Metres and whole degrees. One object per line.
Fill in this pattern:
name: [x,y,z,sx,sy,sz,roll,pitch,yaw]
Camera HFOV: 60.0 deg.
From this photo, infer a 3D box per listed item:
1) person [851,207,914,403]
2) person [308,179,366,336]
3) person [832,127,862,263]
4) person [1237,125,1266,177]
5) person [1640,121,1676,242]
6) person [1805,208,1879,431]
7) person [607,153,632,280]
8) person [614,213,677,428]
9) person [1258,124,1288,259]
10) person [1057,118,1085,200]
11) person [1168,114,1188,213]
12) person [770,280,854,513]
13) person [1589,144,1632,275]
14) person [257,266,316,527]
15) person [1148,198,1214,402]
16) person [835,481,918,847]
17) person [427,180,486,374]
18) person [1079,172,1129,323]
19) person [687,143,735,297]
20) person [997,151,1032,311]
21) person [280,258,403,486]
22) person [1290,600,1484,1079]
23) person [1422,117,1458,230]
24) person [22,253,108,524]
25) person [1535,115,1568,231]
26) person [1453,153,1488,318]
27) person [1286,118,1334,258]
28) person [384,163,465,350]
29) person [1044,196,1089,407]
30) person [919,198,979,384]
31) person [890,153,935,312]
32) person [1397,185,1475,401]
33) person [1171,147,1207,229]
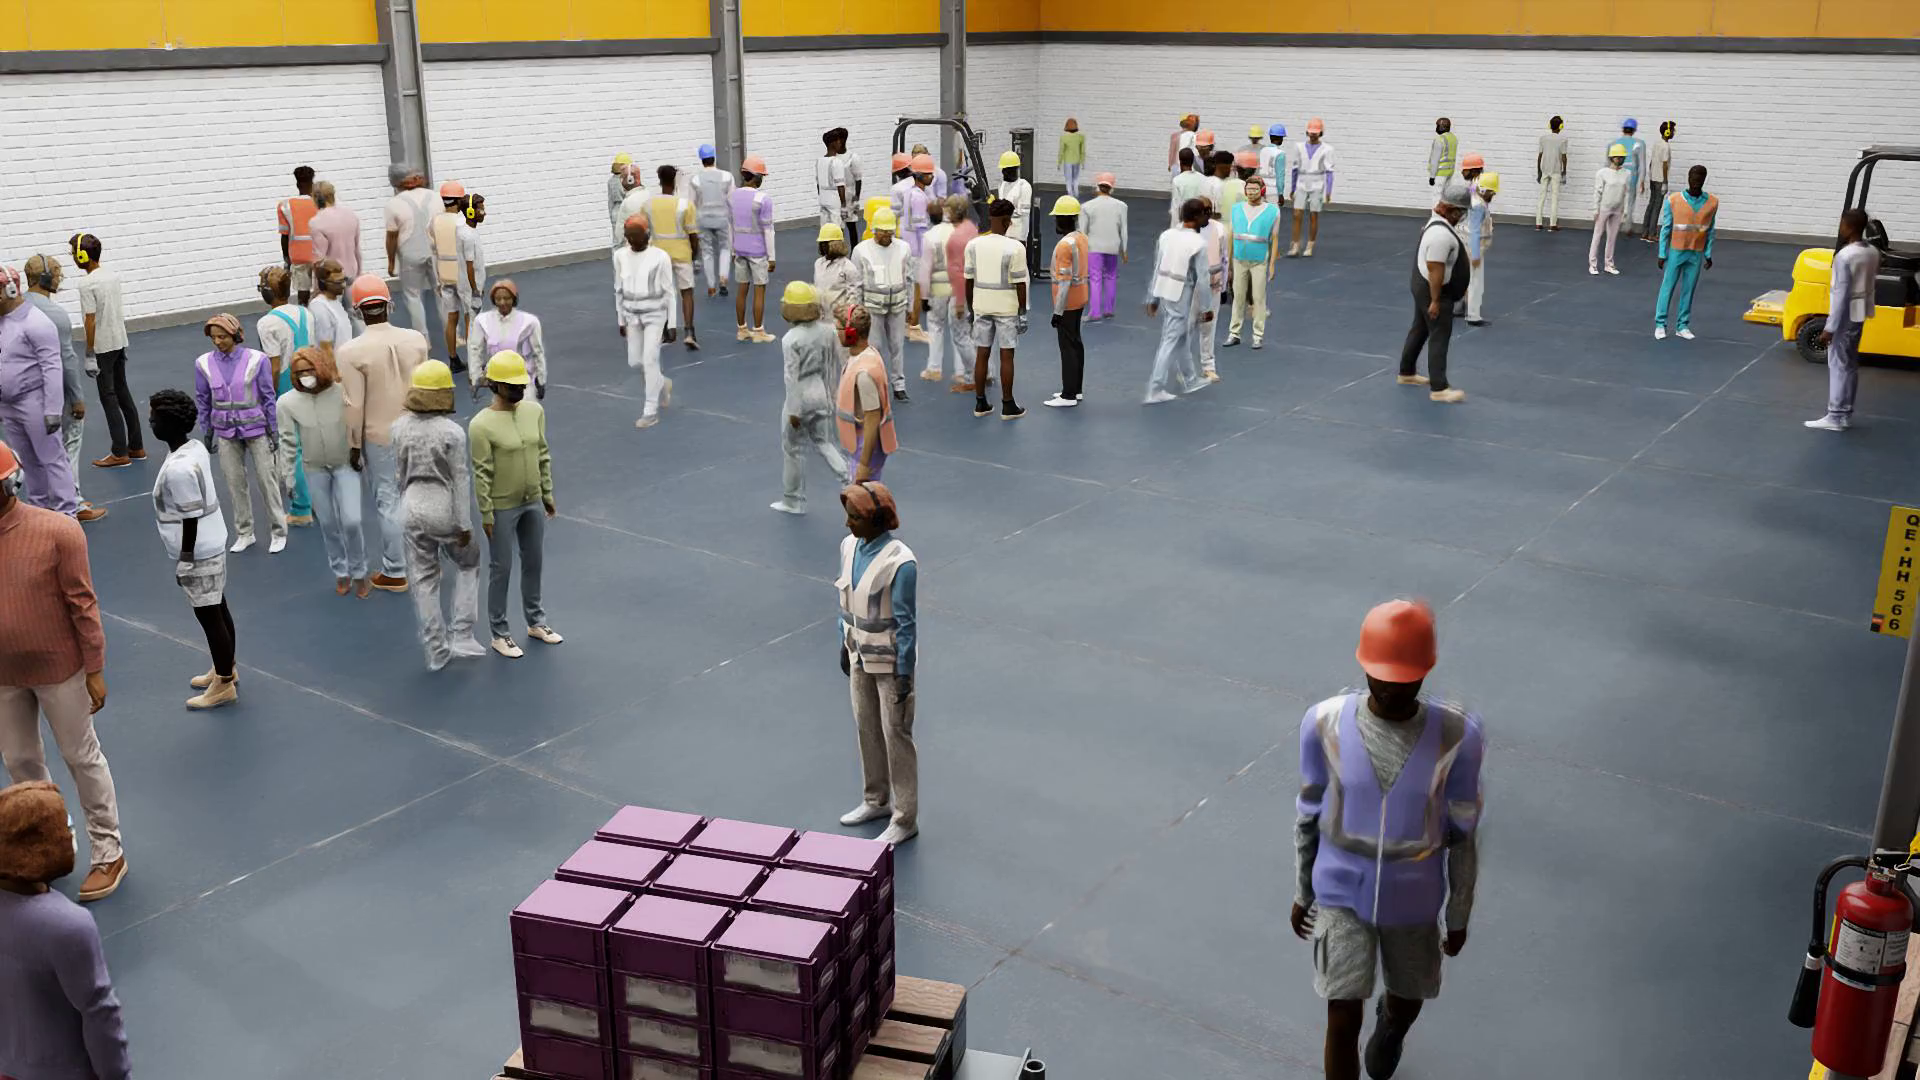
person: [-0.701,-2.158,15.367,0.600,1.821,0.403,-7,19,-20]
person: [-6.264,-2.656,16.752,0.540,1.934,0.649,8,19,22]
person: [-1.648,-4.844,23.533,0.608,1.963,0.370,13,22,35]
person: [4.735,-5.817,26.922,0.534,1.750,0.385,6,19,17]
person: [11.008,-5.633,26.153,0.312,1.869,0.538,0,18,-1]
person: [7.695,-1.905,14.440,0.616,1.907,0.423,-14,23,-38]
person: [-4.423,-4.223,21.959,0.487,1.735,0.322,14,23,37]
person: [-2.738,-1.958,14.679,0.608,1.865,0.668,7,19,20]
person: [4.586,-5.117,24.433,0.416,1.939,0.605,-6,19,-19]
person: [2.029,-6.932,30.602,0.522,1.618,0.425,-7,19,-20]
person: [3.994,-6.725,29.764,0.531,1.754,0.342,-2,18,-6]
person: [-1.057,-0.992,11.872,0.718,1.722,0.491,13,22,35]
person: [8.970,-4.549,22.926,0.525,1.772,0.306,-3,18,-11]
person: [-4.721,-1.010,11.731,0.331,1.844,0.519,5,18,16]
person: [2.137,-2.238,15.518,0.911,1.875,0.596,-10,20,-28]
person: [-0.357,0.531,7.262,0.320,1.631,0.525,-13,22,-36]
person: [-5.001,-2.612,16.614,0.550,1.925,0.390,7,19,21]
person: [1.675,-3.422,19.510,0.601,1.716,0.536,-2,18,-7]
person: [-3.121,-4.032,21.053,0.646,1.923,0.432,-3,18,-9]
person: [0.630,-3.715,20.086,0.399,1.918,0.581,-12,21,-34]
person: [-4.757,-1.239,12.553,0.980,1.794,0.529,-1,18,-5]
person: [1.314,1.053,5.178,0.550,1.912,0.851,5,18,15]
person: [7.937,-6.035,27.473,0.430,1.836,0.626,16,24,40]
person: [-6.381,-1.051,11.734,0.641,1.928,0.386,13,22,34]
person: [9.763,-6.040,27.425,0.511,1.872,0.328,15,23,39]
person: [6.033,-3.606,19.723,0.387,1.929,0.547,10,20,30]
person: [5.098,-5.122,24.306,0.643,2.020,0.794,8,20,24]
person: [-5.757,-3.057,17.818,0.787,2.000,0.534,-11,21,-31]
person: [0.982,-2.183,15.268,0.366,1.927,0.585,6,19,19]
person: [-0.109,-2.426,16.243,0.644,1.822,0.432,-8,19,-22]
person: [-0.556,-3.714,20.102,0.593,1.902,0.458,-6,19,-17]
person: [4.527,-2.375,15.686,0.573,2.000,0.853,3,18,10]
person: [2.810,-3.872,20.571,0.590,1.917,0.396,-16,24,-41]
